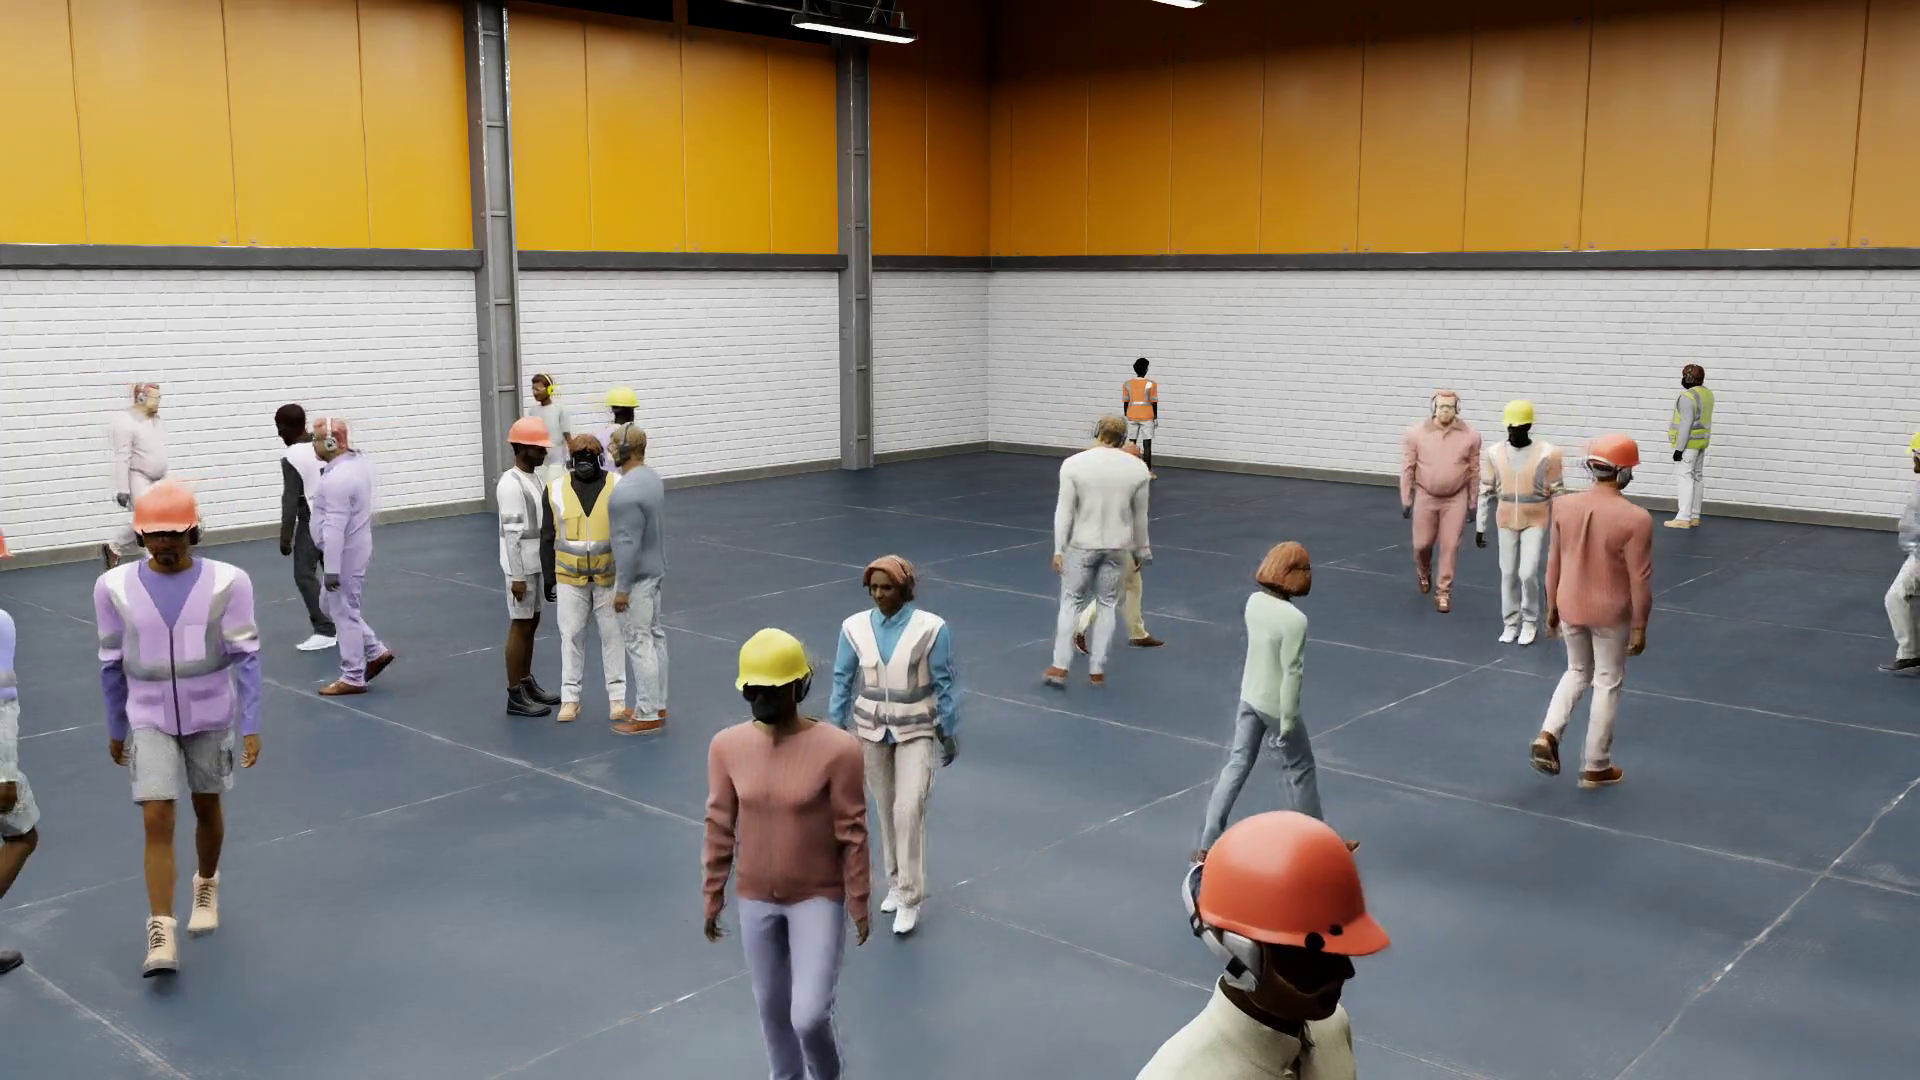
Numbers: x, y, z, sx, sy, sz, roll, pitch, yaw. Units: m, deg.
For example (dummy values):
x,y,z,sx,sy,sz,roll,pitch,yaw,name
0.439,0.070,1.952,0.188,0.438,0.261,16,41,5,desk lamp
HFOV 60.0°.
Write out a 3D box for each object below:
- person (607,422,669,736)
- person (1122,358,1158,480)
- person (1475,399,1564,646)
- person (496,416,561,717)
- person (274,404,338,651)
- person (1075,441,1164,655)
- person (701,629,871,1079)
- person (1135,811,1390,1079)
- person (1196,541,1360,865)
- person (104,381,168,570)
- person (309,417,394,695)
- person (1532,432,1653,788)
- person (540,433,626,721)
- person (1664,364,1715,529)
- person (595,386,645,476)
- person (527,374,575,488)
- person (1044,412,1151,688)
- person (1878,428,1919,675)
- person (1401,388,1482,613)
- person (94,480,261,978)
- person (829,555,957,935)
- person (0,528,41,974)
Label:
x,y,z,sx,sy,sz,roll,pitch,yaw,name
-1.994,0.238,10.282,0.353,1.938,0.634,1,9,4,person
2.501,-1.668,23.006,0.530,1.697,0.321,5,10,28,person
4.281,-0.125,12.686,0.668,1.898,0.540,6,11,34,person
-2.771,0.164,10.758,0.377,1.932,0.552,0,9,1,person
-4.893,-0.110,12.723,0.375,1.868,0.691,3,9,15,person
1.162,0.057,12.472,0.804,1.603,0.491,-3,9,-16,person
-0.552,1.132,5.250,0.545,1.750,0.400,3,9,17,person
0.485,1.411,2.745,0.376,1.995,0.611,7,11,36,person
1.501,0.789,7.911,0.850,1.587,0.507,-4,10,-24,person
-7.662,-0.545,15.449,0.829,1.870,0.681,1,9,5,person
-4.171,0.115,11.191,0.420,1.891,0.669,-1,9,-9,person
3.484,0.397,9.135,0.519,1.981,0.640,-7,11,-36,person
-2.346,0.239,10.579,0.633,1.841,0.429,-1,9,-8,person
8.184,-1.052,18.687,0.637,1.842,0.429,-8,12,-43,person
-2.824,-0.327,13.920,0.605,1.908,0.458,8,12,40,person
-4.144,-0.749,16.746,0.570,1.848,0.515,4,10,25,person
0.979,0.067,11.489,0.678,1.895,0.446,-1,9,-8,person
6.728,0.086,11.660,0.592,1.797,0.637,7,11,37,person
4.094,-0.358,14.175,0.658,1.887,0.682,2,9,13,person
-3.197,0.756,6.826,0.619,1.995,1.005,-3,10,-19,person
-0.325,0.882,7.222,0.552,1.614,0.655,3,10,19,person
-3.899,0.846,6.537,0.564,1.916,0.500,2,9,13,person
